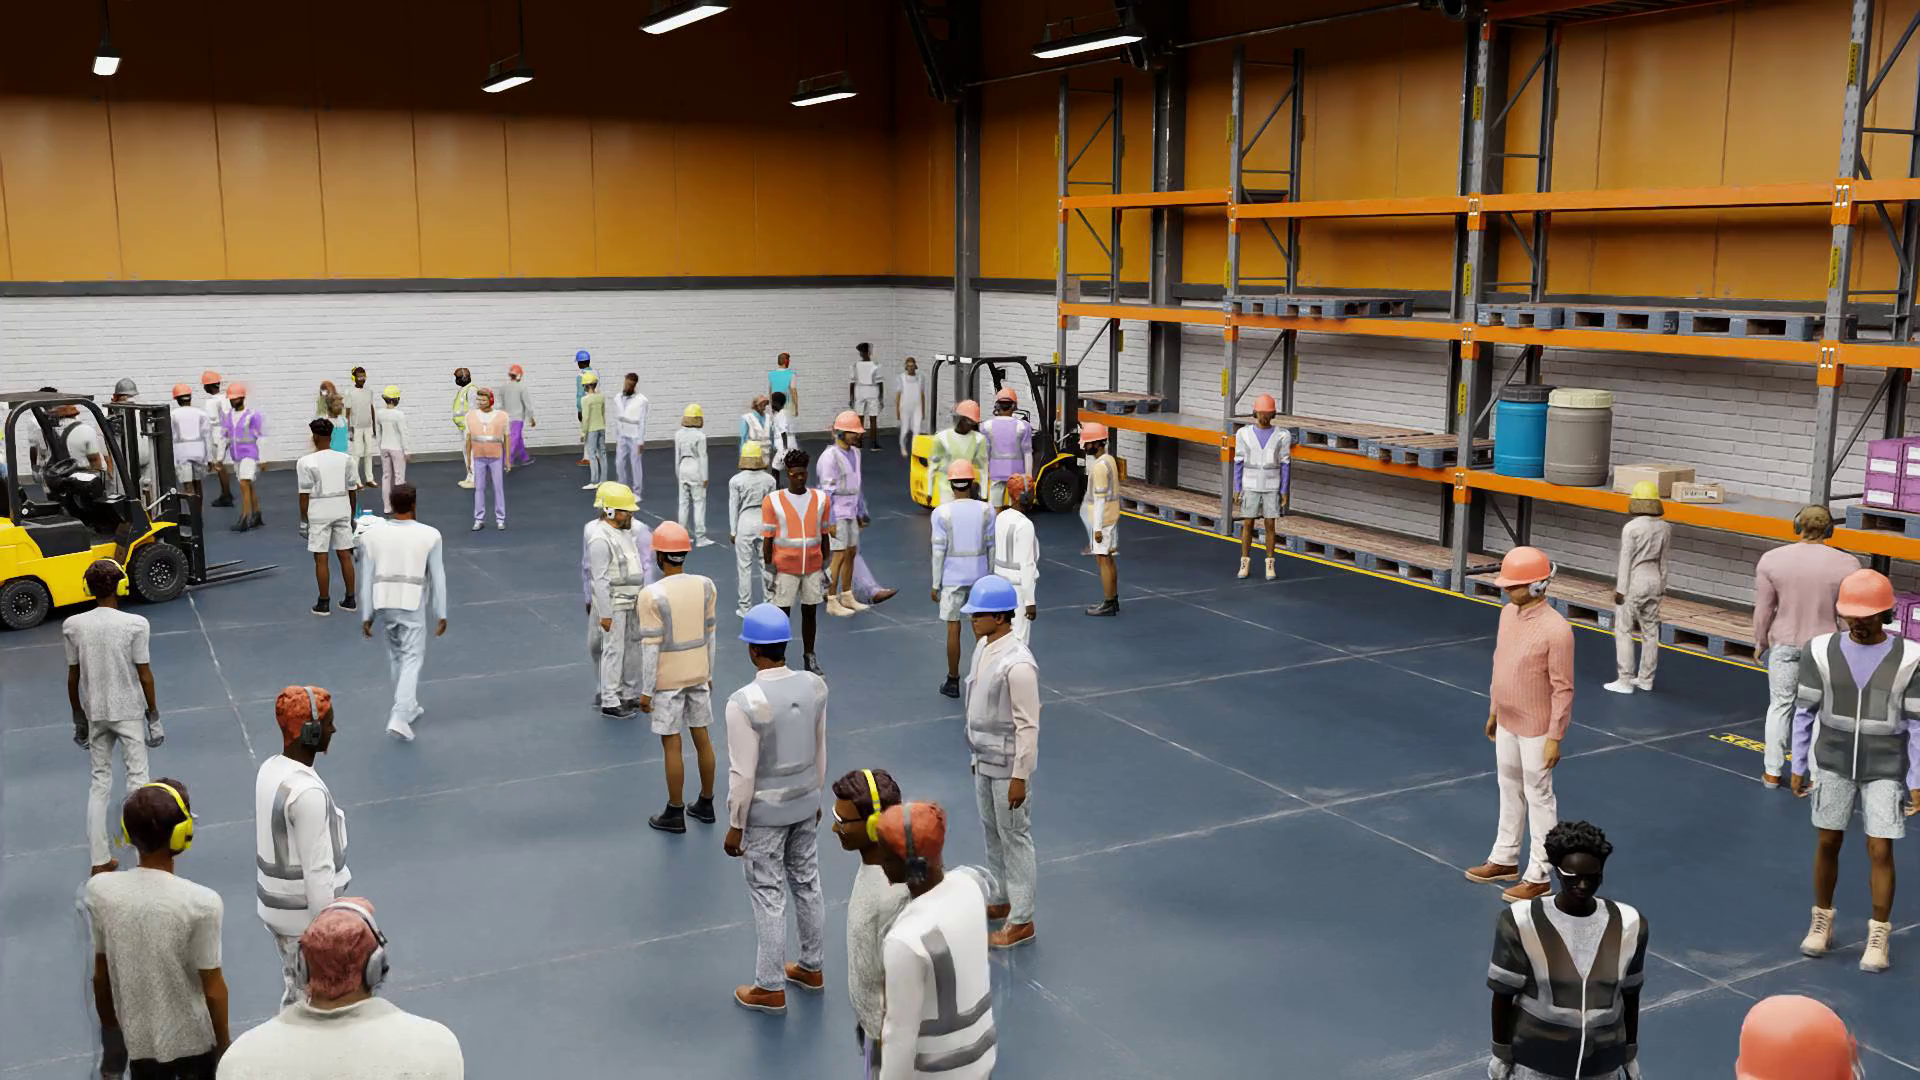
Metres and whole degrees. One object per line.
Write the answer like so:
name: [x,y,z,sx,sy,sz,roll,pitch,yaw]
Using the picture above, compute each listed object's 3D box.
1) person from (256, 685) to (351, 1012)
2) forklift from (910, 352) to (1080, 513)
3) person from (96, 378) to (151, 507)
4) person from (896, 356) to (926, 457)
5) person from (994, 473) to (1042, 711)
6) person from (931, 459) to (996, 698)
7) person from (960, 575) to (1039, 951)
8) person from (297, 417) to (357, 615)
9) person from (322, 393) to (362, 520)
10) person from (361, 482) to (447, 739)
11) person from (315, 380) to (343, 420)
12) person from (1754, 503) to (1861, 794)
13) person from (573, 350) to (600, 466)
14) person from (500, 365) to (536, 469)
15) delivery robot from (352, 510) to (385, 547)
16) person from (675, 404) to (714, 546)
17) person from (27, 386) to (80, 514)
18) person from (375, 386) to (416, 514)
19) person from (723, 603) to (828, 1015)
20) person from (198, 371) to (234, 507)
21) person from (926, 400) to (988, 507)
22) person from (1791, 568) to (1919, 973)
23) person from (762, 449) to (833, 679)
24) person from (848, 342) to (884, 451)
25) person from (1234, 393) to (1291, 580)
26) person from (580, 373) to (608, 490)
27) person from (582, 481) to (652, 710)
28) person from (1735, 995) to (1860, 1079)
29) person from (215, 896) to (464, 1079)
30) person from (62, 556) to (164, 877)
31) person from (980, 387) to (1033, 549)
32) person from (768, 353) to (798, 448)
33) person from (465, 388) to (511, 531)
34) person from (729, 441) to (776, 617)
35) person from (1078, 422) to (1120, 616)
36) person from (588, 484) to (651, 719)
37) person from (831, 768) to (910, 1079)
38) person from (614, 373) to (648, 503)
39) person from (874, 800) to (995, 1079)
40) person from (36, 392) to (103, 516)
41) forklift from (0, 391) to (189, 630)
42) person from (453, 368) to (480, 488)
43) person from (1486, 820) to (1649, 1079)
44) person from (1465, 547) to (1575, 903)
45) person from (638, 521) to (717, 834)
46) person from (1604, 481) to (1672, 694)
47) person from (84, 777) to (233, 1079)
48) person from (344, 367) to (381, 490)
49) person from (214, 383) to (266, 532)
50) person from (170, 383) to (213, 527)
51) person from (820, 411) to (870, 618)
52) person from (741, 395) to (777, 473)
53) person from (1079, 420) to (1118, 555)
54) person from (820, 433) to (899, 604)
person: [-2.619,1.504,6.676,0.358,1.879,0.586,-7,12,-35]
forklift: [0.460,-1.461,22.833,2.313,2.155,1.214,-5,11,-28]
person: [-10.305,-1.010,20.676,0.536,2.000,0.684,6,11,29]
person: [-0.848,-2.226,28.333,0.509,1.822,0.770,-2,10,-12]
person: [0.439,0.415,12.962,0.351,1.878,0.569,-3,10,-18]
person: [0.022,0.310,13.401,0.542,1.929,0.374,-3,10,-15]
person: [0.200,1.136,8.588,0.405,1.946,0.609,-4,11,-20]
person: [-6.252,-0.235,16.475,0.386,1.958,0.599,9,13,41]
person: [-7.984,-0.975,21.201,0.977,1.797,0.526,5,11,26]
person: [-4.148,0.520,12.374,0.604,1.880,0.900,0,10,-1]
person: [-9.701,-1.677,25.719,0.516,1.613,0.500,5,11,27]
person: [5.597,0.716,11.034,0.627,1.940,0.375,7,12,34]
person: [-6.240,-2.205,27.862,0.416,1.939,0.605,3,10,19]
person: [-7.318,-2.048,27.605,0.572,1.703,0.850,7,12,35]
delivery robot: [-6.933,-0.110,19.498,0.477,0.478,0.707,-3,10,-15]
person: [-3.244,-0.789,20.290,0.488,1.736,0.317,6,11,31]
person: [-11.060,-0.914,20.385,0.610,1.956,0.396,-3,10,-16]
person: [-7.709,-1.217,22.660,0.523,1.769,0.315,5,11,25]
person: [-0.879,1.260,7.874,0.406,1.945,0.613,8,13,39]
person: [-10.449,-1.409,23.293,0.490,1.924,0.581,1,10,3]
person: [-0.029,-0.535,18.061,0.623,1.992,0.687,-4,11,-23]
person: [4.500,1.139,8.346,0.617,2.030,0.409,7,12,37]
person: [-1.348,0.214,13.844,0.609,1.964,0.367,-4,11,-23]
person: [-1.690,-2.572,29.941,0.660,1.950,0.408,1,10,4]
person: [3.300,-0.583,18.202,0.608,2.048,0.365,2,10,10]
person: [-5.544,-1.642,25.107,0.323,1.768,0.523,5,11,26]
person: [-2.667,0.443,12.956,0.628,1.823,0.417,3,10,14]
person: [1.900,1.946,3.858,0.640,1.977,0.644,5,11,26]
person: [-1.609,1.910,4.349,0.657,1.882,0.686,-1,10,-4]
person: [-4.833,1.026,9.506,0.509,1.858,0.342,0,10,2]
person: [0.537,-0.731,19.085,0.606,2.037,0.382,2,10,9]
person: [-3.041,-2.294,28.627,0.565,1.846,0.388,5,11,26]
person: [-6.065,-1.037,21.411,0.563,1.839,0.394,-1,10,-5]
person: [-2.036,-0.106,16.357,0.480,1.733,0.338,-5,11,-26]
person: [1.362,-0.200,16.389,0.418,1.920,0.545,3,10,14]
person: [-2.624,0.472,12.797,0.403,1.818,0.600,2,10,10]
person: [-0.279,1.680,5.722,0.325,1.862,0.511,-1,10,-8]
person: [-4.673,-1.441,23.623,0.639,1.882,0.530,5,11,27]
person: [-0.071,1.738,5.395,0.343,1.861,0.663,5,11,26]
person: [-10.038,-0.696,18.871,0.703,2.000,0.549,0,10,0]
forklift: [-9.026,-0.363,16.508,1.214,2.155,2.313,6,11,29]
person: [-7.503,-1.713,25.347,0.429,1.830,0.635,-6,12,-31]
person: [2.062,1.767,5.678,0.540,1.695,0.316,0,10,1]
person: [3.113,1.012,9.200,0.401,1.984,0.612,-3,10,-15]
person: [-1.757,0.845,10.293,0.545,1.939,0.374,-9,14,-43]
person: [5.531,0.387,13.538,0.499,1.733,0.313,-5,11,-25]
person: [-2.696,1.712,5.597,0.519,1.843,0.741,2,10,9]
person: [-9.023,-1.689,25.111,0.331,1.864,0.505,7,12,34]
person: [-9.268,-1.049,21.318,0.571,1.901,0.887,3,10,19]
person: [-10.002,-1.096,21.630,0.536,1.896,0.904,-8,12,-37]
person: [-1.121,-0.255,16.359,0.423,2.035,0.614,5,11,26]
person: [-2.754,-1.192,22.925,0.520,1.620,0.407,-8,13,-40]
person: [1.630,-0.611,19.619,0.552,1.598,0.520,3,10,17]
person: [-1.068,-0.255,16.841,0.990,1.859,0.657,1,10,8]
